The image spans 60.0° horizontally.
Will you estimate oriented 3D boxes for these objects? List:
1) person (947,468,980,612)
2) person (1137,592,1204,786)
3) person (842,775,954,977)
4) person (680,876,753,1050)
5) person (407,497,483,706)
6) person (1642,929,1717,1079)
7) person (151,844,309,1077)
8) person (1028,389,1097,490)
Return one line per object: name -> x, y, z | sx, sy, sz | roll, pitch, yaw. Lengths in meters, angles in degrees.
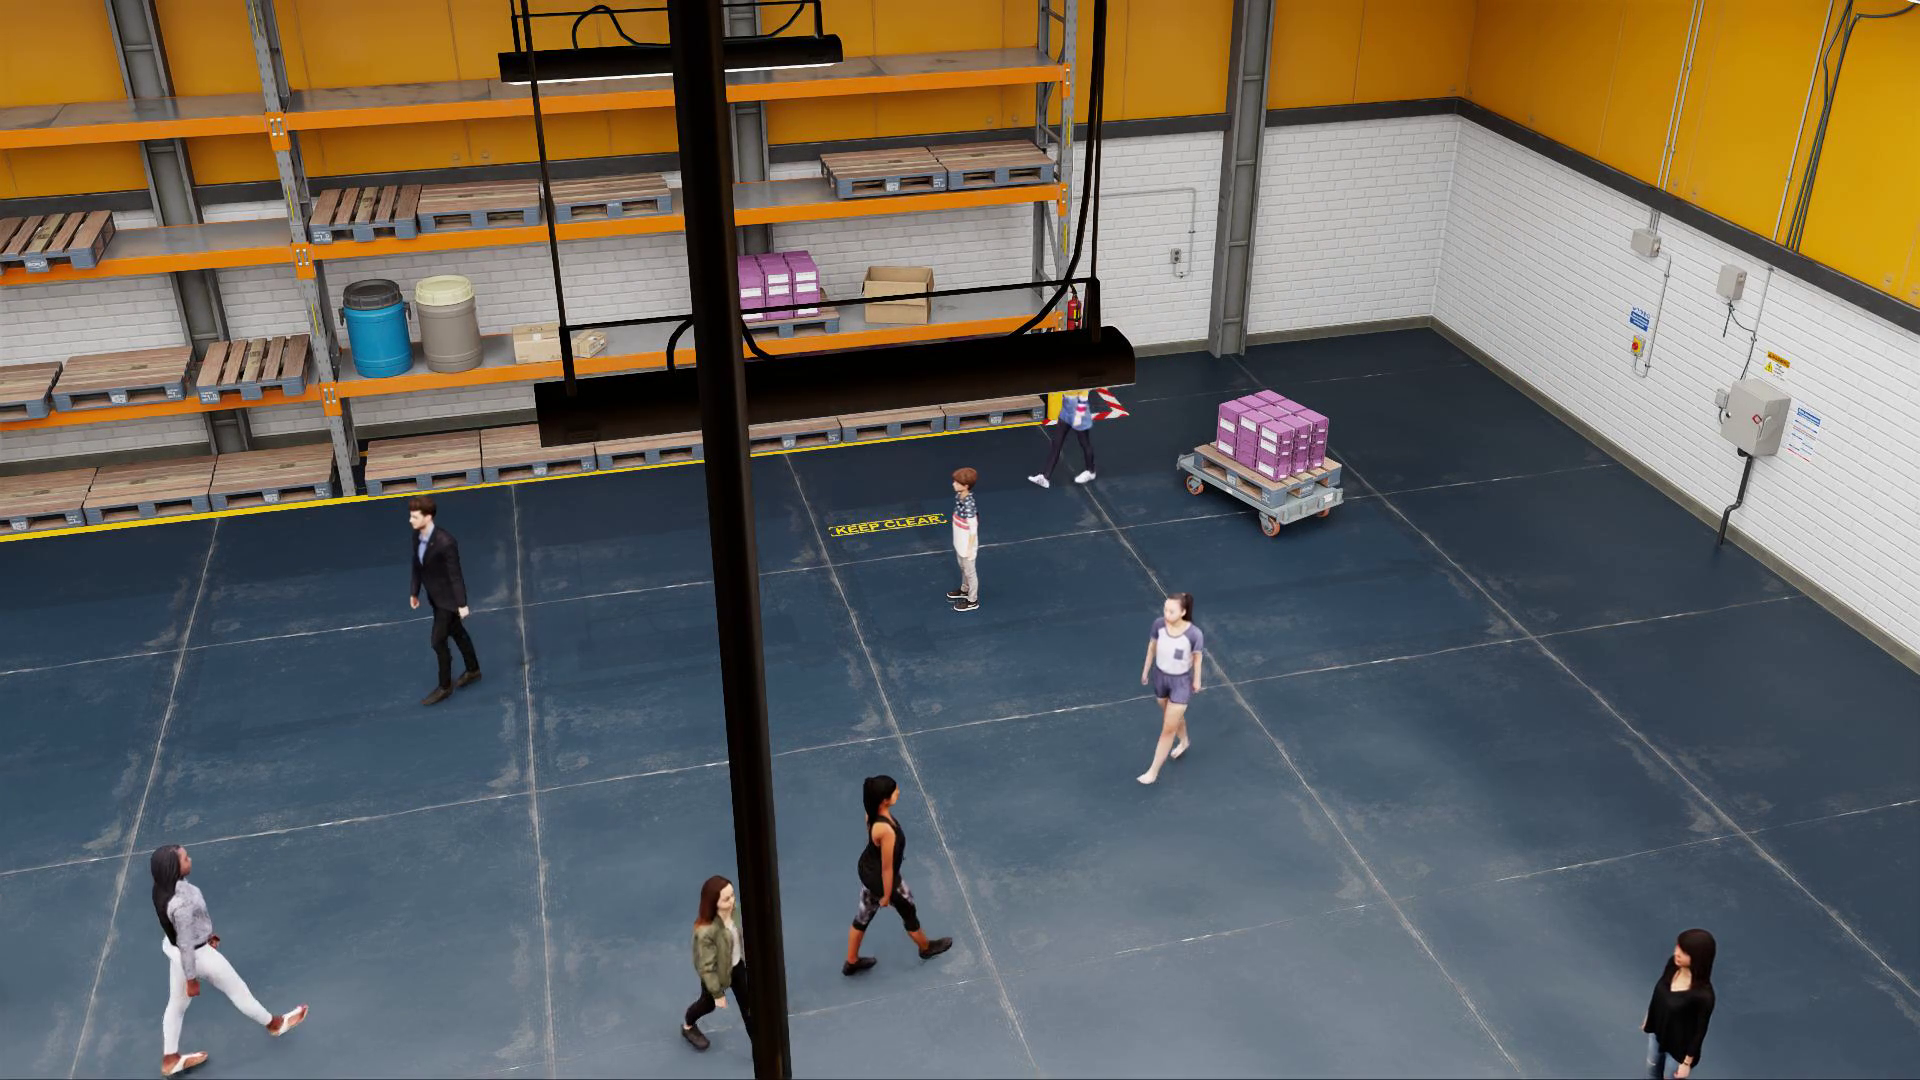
person -> 0.054, -0.028, 15.540 | 0.467, 1.438, 0.519 | -6, 29, -11
person -> 1.744, 1.116, 13.264 | 0.959, 1.609, 1.118 | 23, 36, 35
person -> -0.603, 2.271, 11.126 | 1.048, 1.628, 0.704 | -13, 31, -22
person -> -1.562, 2.720, 10.498 | 1.060, 1.441, 1.010 | 16, 32, 27
person -> -4.338, 0.446, 14.223 | 1.024, 1.867, 0.937 | -25, 37, -38
person -> 4.241, 2.949, 9.865 | 0.514, 1.646, 0.554 | -6, 29, -11
person -> -4.872, 2.658, 10.369 | 1.216, 1.675, 0.906 | -19, 34, -31
person -> 1.300, -1.377, 17.667 | 1.150, 1.769, 0.875 | -17, 33, -28
